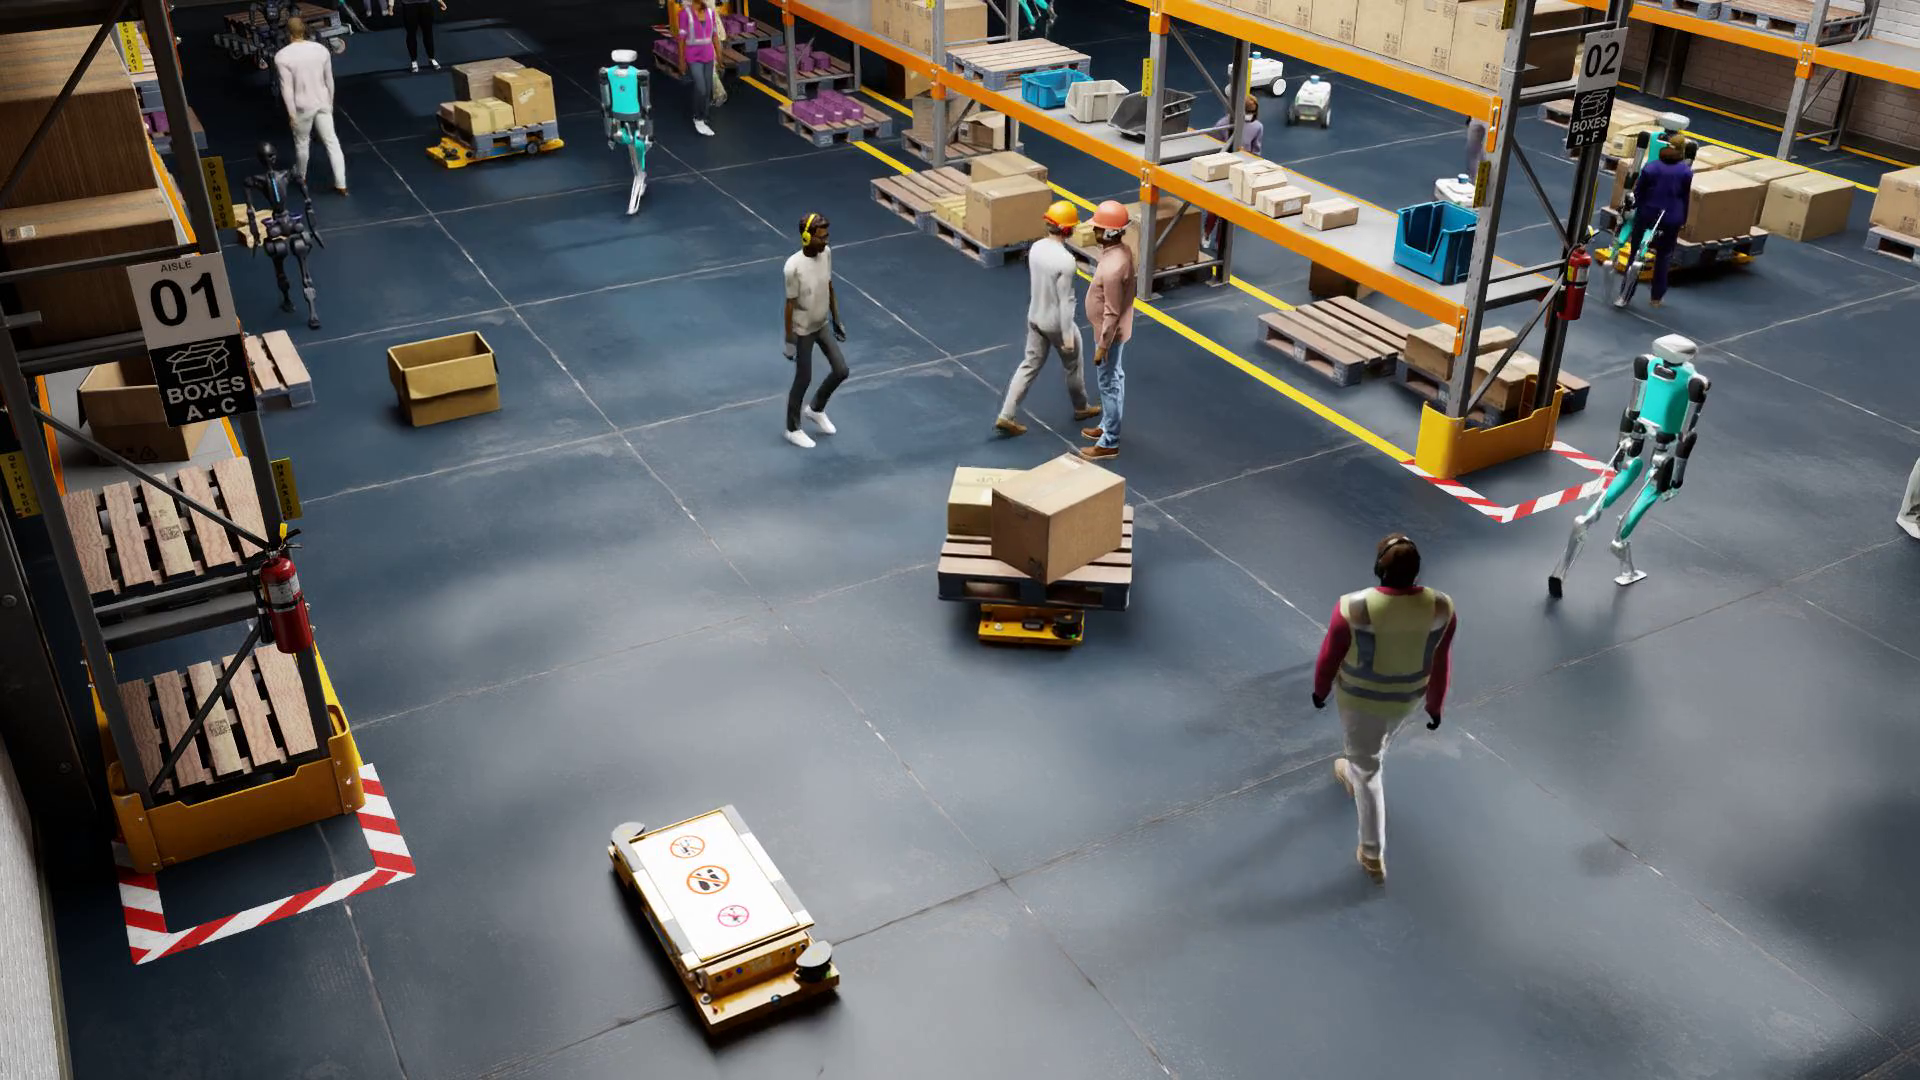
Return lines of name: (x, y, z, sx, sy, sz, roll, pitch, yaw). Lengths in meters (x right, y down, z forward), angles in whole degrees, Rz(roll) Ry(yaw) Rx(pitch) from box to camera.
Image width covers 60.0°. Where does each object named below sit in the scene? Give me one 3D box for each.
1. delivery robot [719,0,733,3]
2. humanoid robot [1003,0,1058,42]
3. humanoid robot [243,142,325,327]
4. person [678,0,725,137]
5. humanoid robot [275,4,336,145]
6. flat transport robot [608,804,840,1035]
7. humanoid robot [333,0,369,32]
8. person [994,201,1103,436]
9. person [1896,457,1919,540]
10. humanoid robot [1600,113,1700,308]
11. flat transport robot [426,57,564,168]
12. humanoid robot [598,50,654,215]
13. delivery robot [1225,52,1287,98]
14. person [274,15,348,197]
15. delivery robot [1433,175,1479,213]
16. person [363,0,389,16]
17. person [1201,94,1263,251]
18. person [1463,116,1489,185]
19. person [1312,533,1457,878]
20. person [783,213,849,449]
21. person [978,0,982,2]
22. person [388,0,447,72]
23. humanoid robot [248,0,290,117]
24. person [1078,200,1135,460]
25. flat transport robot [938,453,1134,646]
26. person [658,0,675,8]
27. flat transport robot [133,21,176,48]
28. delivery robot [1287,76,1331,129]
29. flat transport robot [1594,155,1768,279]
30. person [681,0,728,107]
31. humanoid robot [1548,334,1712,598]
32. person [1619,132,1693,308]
delivery robot: (-3.893, -8.866, 26.564, 0.783, 0.601, 0.499, 5, 30, 9)
humanoid robot: (1.016, -7.706, 23.361, 0.553, 1.730, 1.036, -25, 38, -36)
humanoid robot: (-6.012, -2.737, 14.808, 0.610, 1.620, 0.791, -15, 33, -25)
person: (-3.067, -5.708, 19.771, 0.556, 1.830, 0.435, -25, 38, -36)
humanoid robot: (-7.670, -5.436, 19.473, 0.616, 1.648, 0.359, -22, 36, -33)
flat transport robot: (-1.203, 1.815, 8.250, 0.659, 0.231, 1.431, -16, 33, -25)
humanoid robot: (-9.195, -8.429, 24.634, 0.992, 1.761, 0.558, 9, 31, 16)
person: (0.678, -1.696, 12.790, 0.984, 1.842, 0.578, -21, 36, -32)
person: (6.878, -0.914, 11.337, 0.591, 1.924, 0.382, -15, 33, -25)
humanoid robot: (6.145, -2.873, 14.995, 0.543, 1.820, 0.757, 21, 36, 32)
flat transport robot: (-5.449, -4.640, 19.487, 1.431, 0.231, 0.659, -21, 36, -32)
humanoid robot: (-3.428, -4.334, 17.517, 0.550, 1.755, 1.045, 2, 30, 3)
delivery robot: (3.834, -6.046, 21.620, 0.739, 0.566, 0.499, -16, 33, -25)
person: (-7.066, -4.701, 17.966, 0.995, 1.887, 0.637, 26, 39, 37)
delivery robot: (5.153, -3.454, 17.138, 0.499, 0.597, 0.790, -2, 30, -4)
person: (-9.079, -8.875, 25.486, 0.498, 1.633, 0.279, -4, 30, -7)
person: (2.659, -3.582, 16.287, 0.562, 1.606, 0.344, -6, 30, -11)
person: (5.531, -4.519, 17.646, 0.400, 1.898, 0.771, -19, 35, -29)
person: (2.144, 0.794, 8.505, 0.638, 1.791, 0.995, -3, 30, -5)
person: (-1.115, -1.581, 12.580, 0.483, 1.844, 0.541, 20, 35, 30)
person: (-0.037, -6.671, 21.448, 0.658, 1.843, 0.875, 3, 30, 4)
person: (-7.387, -7.282, 22.589, 0.768, 1.757, 0.447, -15, 33, -25)
humanoid robot: (-8.455, -6.118, 20.633, 0.599, 1.657, 0.315, -16, 33, -25)
person: (1.098, -1.558, 12.391, 0.375, 1.995, 0.610, 5, 30, 9)
flat transport robot: (0.520, 0.236, 10.999, 0.659, 0.231, 1.431, 3, 30, 6)
person: (-4.600, -9.209, 25.947, 0.560, 1.752, 0.327, 6, 30, 10)
flat transport robot: (-12.081, -7.394, 24.282, 1.431, 0.231, 0.659, 22, 36, 33)
delivery robot: (4.355, -5.421, 20.558, 0.499, 0.593, 0.795, 10, 31, 16)
flat transport robot: (7.039, -2.840, 16.353, 1.431, 0.231, 0.659, -11, 32, -18)
person: (-3.246, -6.307, 20.948, 0.554, 1.700, 0.587, -26, 39, -38)
humanoid robot: (4.197, -0.395, 10.647, 0.917, 1.782, 0.540, -16, 34, -26)
person: (6.321, -2.902, 15.109, 0.545, 1.608, 0.393, 9, 31, 16)
